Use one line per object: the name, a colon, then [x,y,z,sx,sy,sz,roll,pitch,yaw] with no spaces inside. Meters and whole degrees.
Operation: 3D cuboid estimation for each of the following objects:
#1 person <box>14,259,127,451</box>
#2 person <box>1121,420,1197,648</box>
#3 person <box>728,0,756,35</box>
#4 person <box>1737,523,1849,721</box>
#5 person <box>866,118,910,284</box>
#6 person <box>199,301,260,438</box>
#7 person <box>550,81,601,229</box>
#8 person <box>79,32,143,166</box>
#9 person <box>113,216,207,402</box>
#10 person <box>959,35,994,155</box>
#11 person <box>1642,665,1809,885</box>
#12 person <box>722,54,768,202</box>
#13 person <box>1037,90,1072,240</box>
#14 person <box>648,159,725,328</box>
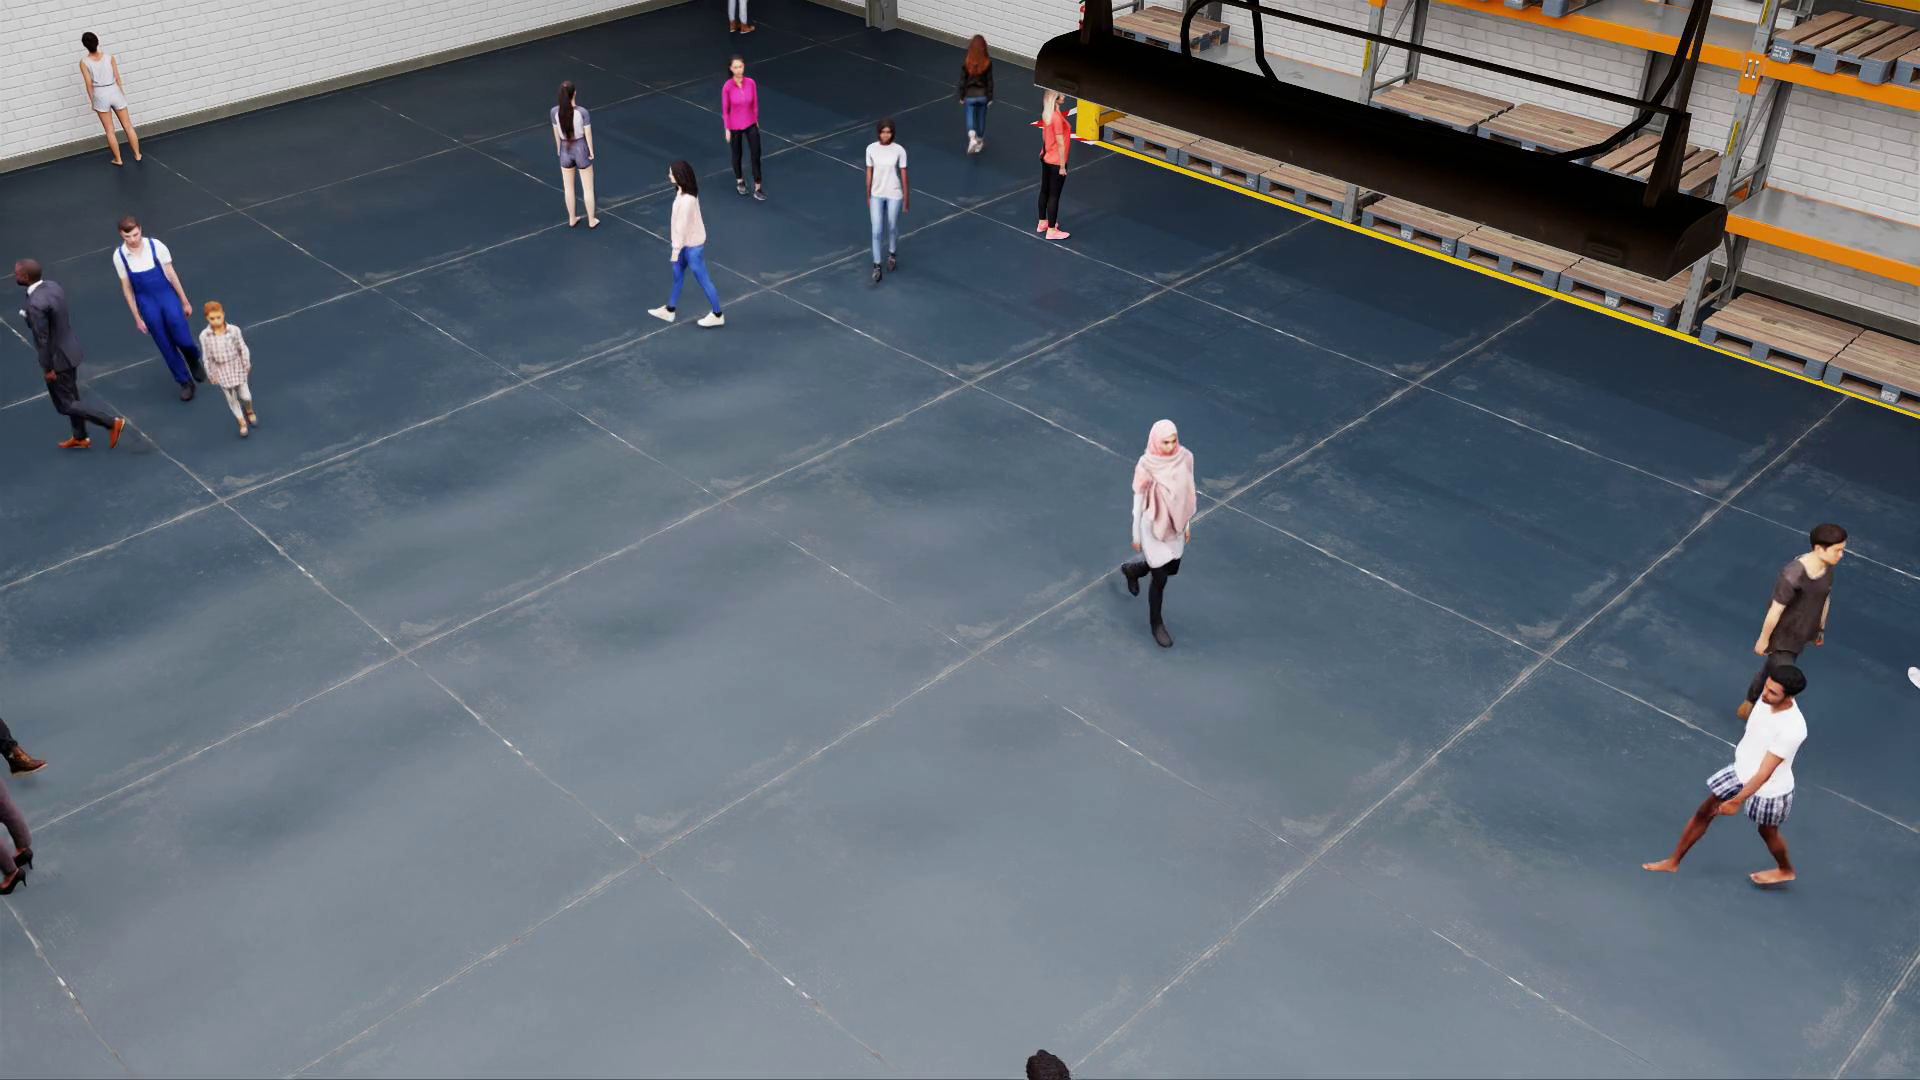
person: [-7.643,-1.557,14.267,1.025,1.809,0.994,-5,34,-7]
person: [1.420,-0.110,12.108,0.793,1.788,1.044,-17,37,-23]
person: [-3.307,-8.455,24.619,0.607,1.837,0.800,17,37,24]
person: [5.509,0.568,11.168,0.710,1.700,0.748,-20,39,-27]
person: [-0.754,-3.606,17.448,0.986,1.698,1.017,3,34,4]
person: [-6.474,-1.551,14.717,0.625,1.300,0.665,-12,35,-17]
person: [-4.292,-4.287,18.521,0.647,1.646,0.717,1,34,2]
person: [-10.334,-5.357,20.171,0.599,1.601,0.585,-23,40,-30]
person: [-7.310,-2.168,15.173,0.830,1.824,0.911,-15,36,-21]
person: [0.199,-5.434,20.406,0.806,1.469,0.871,-1,34,-1]
person: [4.822,1.455,9.855,1.149,1.676,1.134,0,34,0]
person: [-2.556,-4.814,19.286,0.787,1.677,0.966,-14,36,-20]
person: [1.021,-4.170,18.302,0.734,1.693,0.608,-11,35,-16]
person: [-2.543,-2.878,16.318,1.101,1.737,1.061,-2,34,-3]
